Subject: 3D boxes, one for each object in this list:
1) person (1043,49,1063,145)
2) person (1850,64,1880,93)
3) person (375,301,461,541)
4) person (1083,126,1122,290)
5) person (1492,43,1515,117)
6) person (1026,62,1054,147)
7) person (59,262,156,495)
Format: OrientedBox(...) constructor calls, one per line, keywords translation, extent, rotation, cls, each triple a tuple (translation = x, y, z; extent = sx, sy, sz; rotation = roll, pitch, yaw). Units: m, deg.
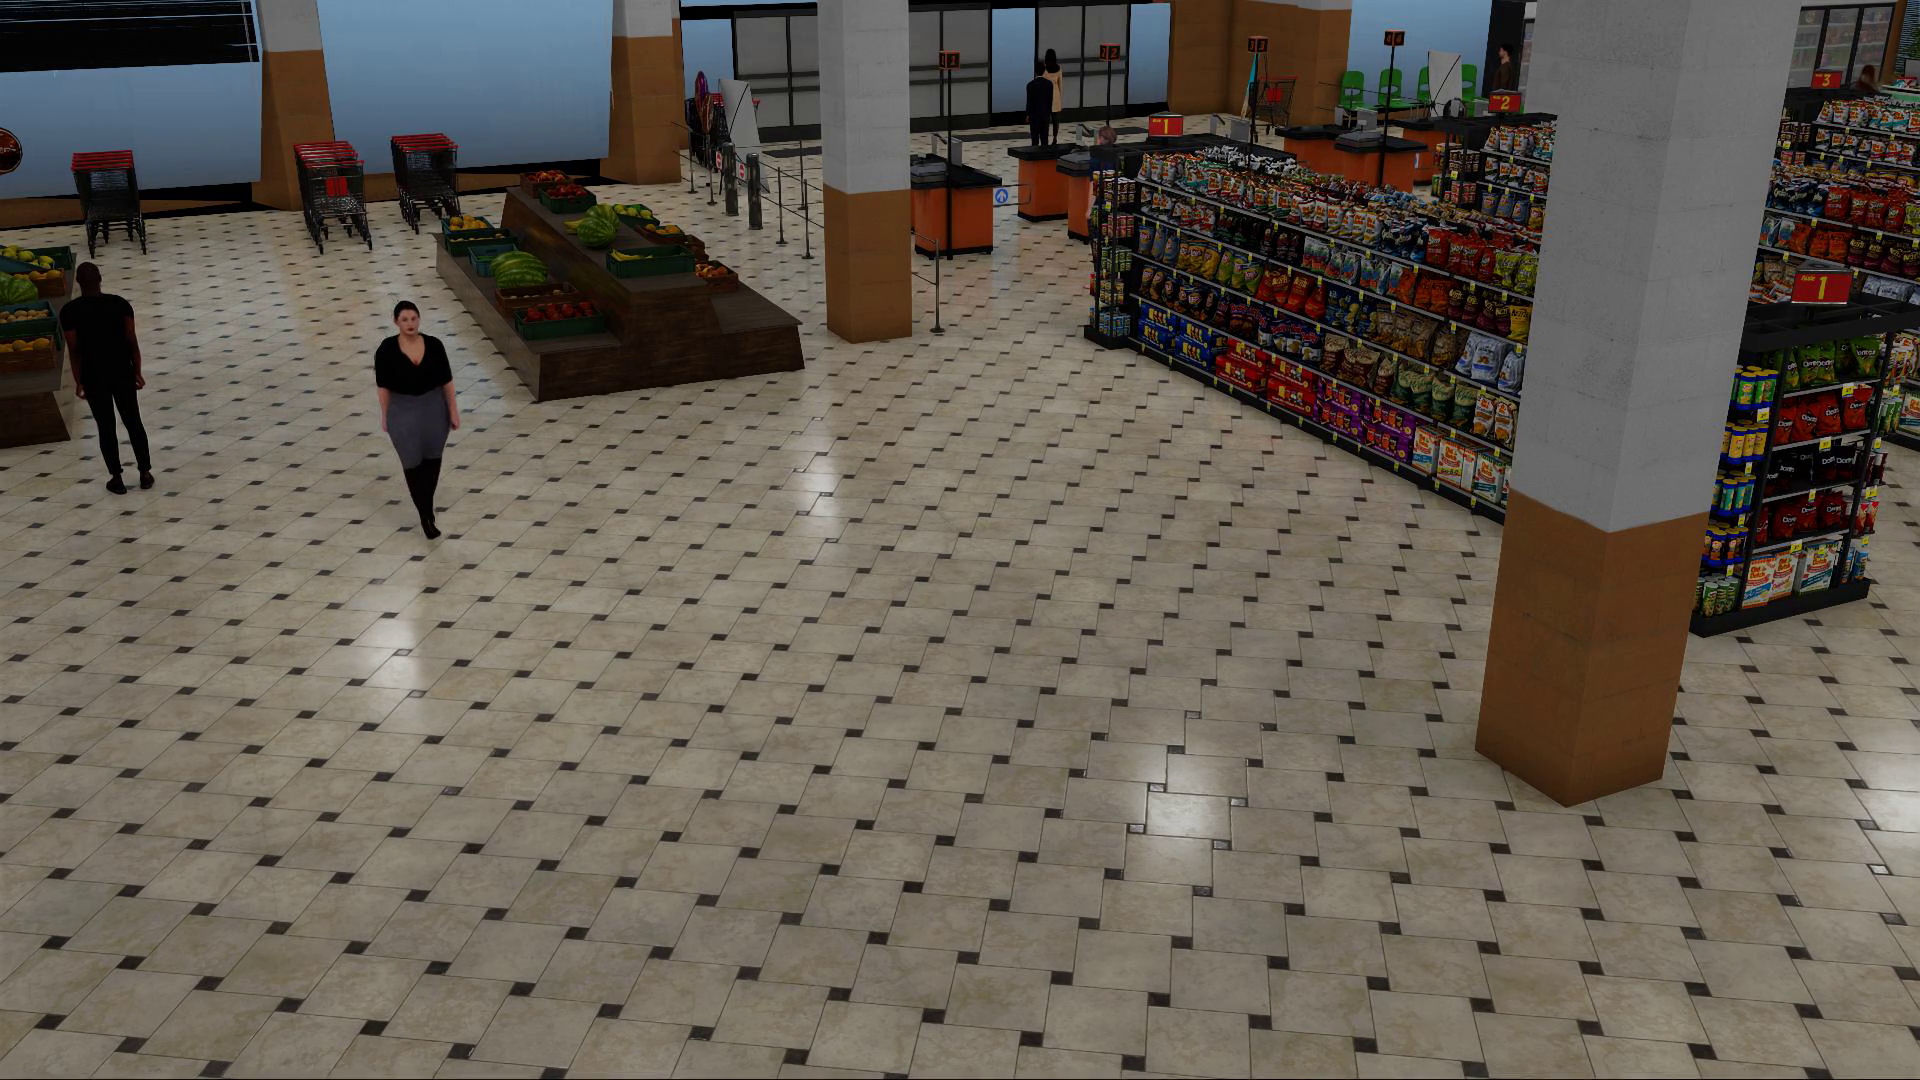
OrientedBox(translation=(1.600, -7.843, 29.501), extent=(0.628, 1.682, 0.503), rotation=(-10, 24, -23), cls="person")
OrientedBox(translation=(14.574, -6.827, 26.946), extent=(0.665, 1.701, 0.735), rotation=(9, 23, 20), cls="person")
OrientedBox(translation=(-3.989, -0.906, 12.179), extent=(0.745, 1.724, 1.017), rotation=(-13, 25, -29), cls="person")
OrientedBox(translation=(1.670, -3.864, 19.342), extent=(0.724, 1.872, 0.670), rotation=(-20, 29, -40), cls="person")
OrientedBox(translation=(9.244, -7.514, 28.405), extent=(0.802, 1.888, 0.723), rotation=(6, 23, 14), cls="person")
OrientedBox(translation=(1.294, -6.891, 27.069), extent=(0.620, 1.728, 0.515), rotation=(-10, 24, -23), cls="person")
OrientedBox(translation=(-6.624, -1.262, 12.937), extent=(0.707, 1.819, 0.616), rotation=(-15, 27, -33), cls="person")
